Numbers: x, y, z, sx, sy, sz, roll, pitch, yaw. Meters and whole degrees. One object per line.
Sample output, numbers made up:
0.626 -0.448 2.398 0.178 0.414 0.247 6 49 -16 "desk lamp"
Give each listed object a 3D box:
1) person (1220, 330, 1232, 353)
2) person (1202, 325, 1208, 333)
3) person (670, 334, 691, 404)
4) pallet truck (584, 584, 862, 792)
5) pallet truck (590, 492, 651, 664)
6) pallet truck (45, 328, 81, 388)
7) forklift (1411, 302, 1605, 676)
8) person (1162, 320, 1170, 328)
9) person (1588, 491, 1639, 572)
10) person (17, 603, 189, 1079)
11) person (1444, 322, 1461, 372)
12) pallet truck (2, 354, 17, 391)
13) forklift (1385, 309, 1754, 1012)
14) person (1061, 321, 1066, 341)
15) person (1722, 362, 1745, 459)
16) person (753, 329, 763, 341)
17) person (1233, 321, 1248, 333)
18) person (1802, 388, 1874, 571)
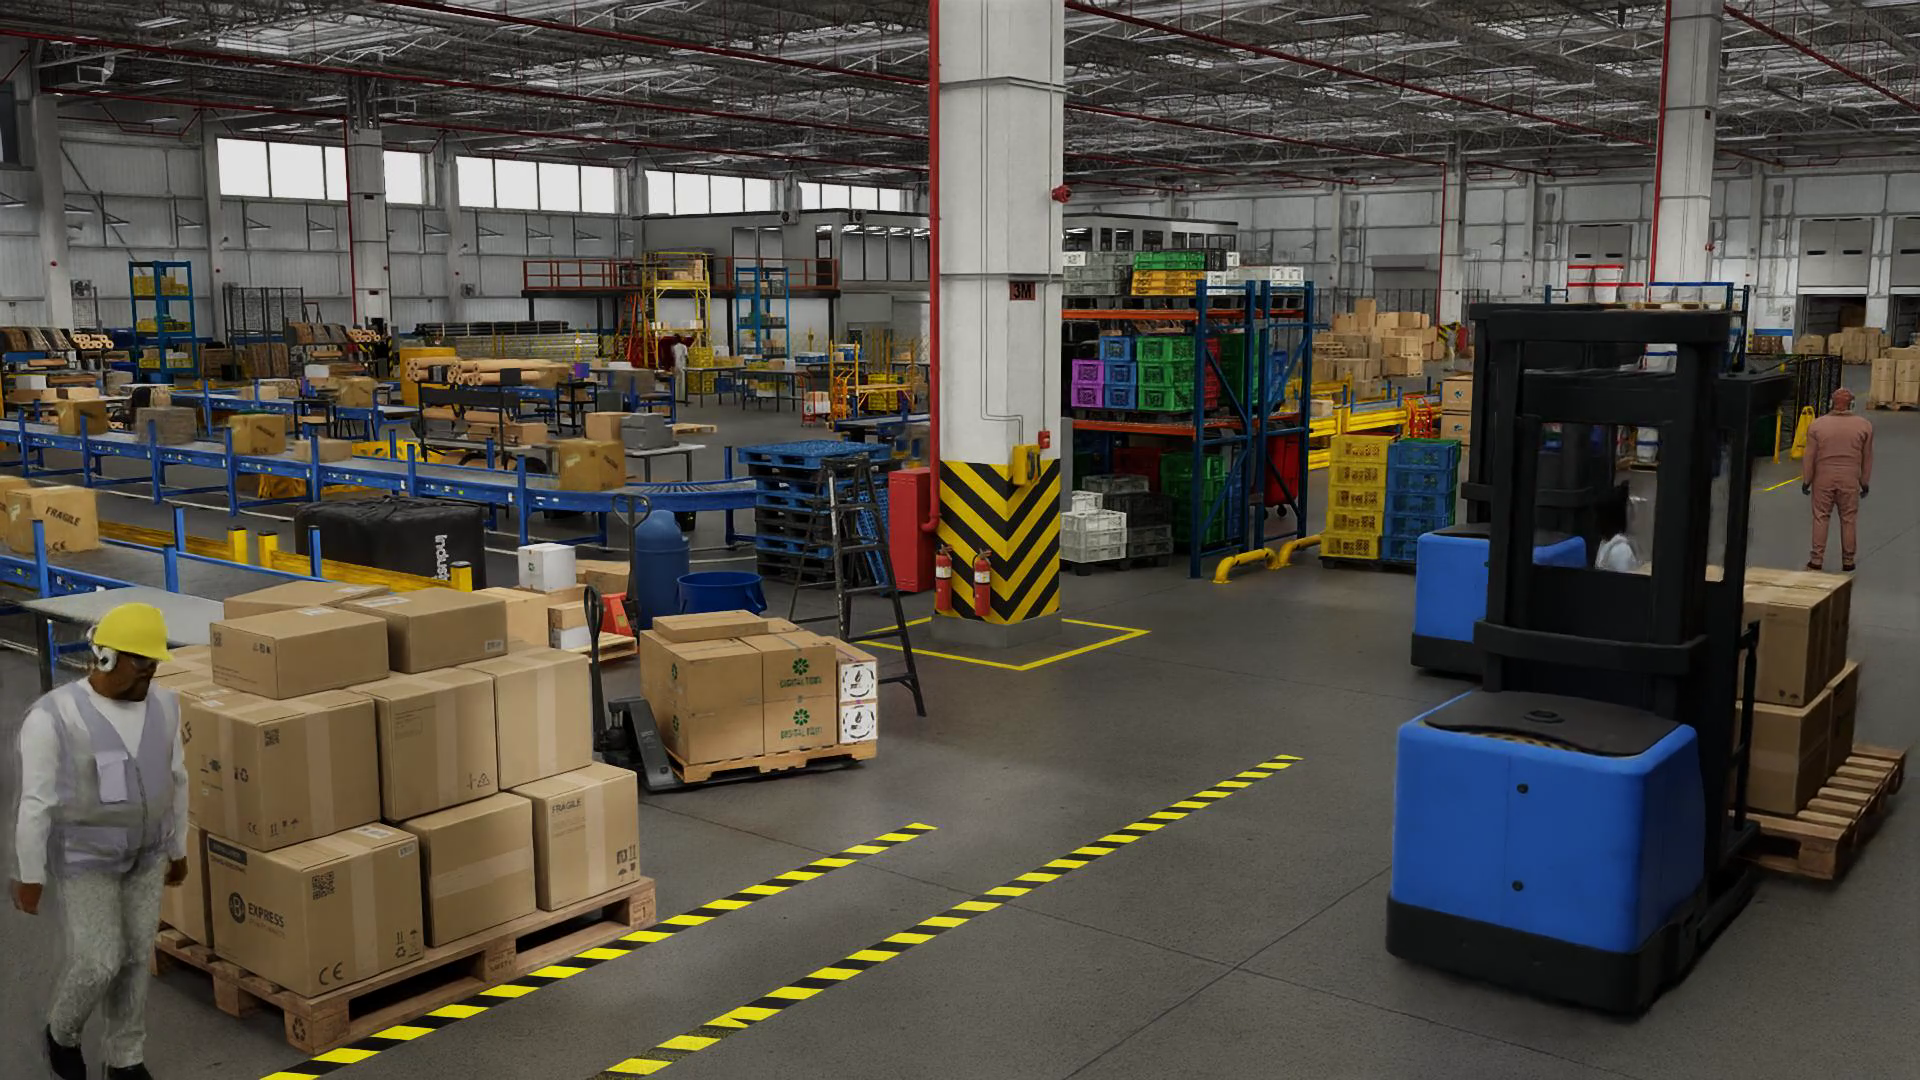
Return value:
7.178 -4.618 44.265 0.569 1.915 0.497 6 10 34 "person"
8.684 -7.008 60.018 0.643 2.038 0.408 -7 11 -41 "person"
-7.375 -4.482 43.617 0.605 1.841 0.377 4 9 23 "person"
-1.426 0.805 10.019 1.601 1.201 0.680 -4 9 -26 "pallet truck"
-3.115 0.344 12.883 0.653 1.274 1.630 7 11 37 "pallet truck"
-23.775 -4.544 43.495 1.885 1.965 0.823 6 10 35 "pallet truck"
4.379 -0.438 12.852 1.129 2.768 1.873 7 11 37 "forklift"
6.785 -6.254 54.875 0.684 2.000 0.595 -7 11 -39 "person"
4.205 0.504 10.651 0.887 1.628 0.587 2 9 16 "person"
-3.048 1.123 5.969 0.434 1.794 0.637 5 10 30 "person"
18.193 -7.088 61.197 0.568 1.829 0.890 -7 11 -41 "person"
-24.881 -4.417 42.634 1.885 1.965 0.823 8 11 41 "pallet truck"
2.774 0.380 7.340 1.129 2.768 1.873 6 11 37 "forklift"
3.619 -7.066 60.756 0.586 1.920 0.379 -2 9 -16 "person"
13.602 -2.272 29.185 0.315 1.695 0.541 -1 9 -10 "person"
-6.908 -6.253 55.986 0.926 1.715 0.564 1 9 10 "person"
10.751 -7.460 63.592 0.626 1.885 1.049 1 8 6 "person"
9.175 -0.630 17.416 0.648 1.907 0.401 3 9 22 "person"
